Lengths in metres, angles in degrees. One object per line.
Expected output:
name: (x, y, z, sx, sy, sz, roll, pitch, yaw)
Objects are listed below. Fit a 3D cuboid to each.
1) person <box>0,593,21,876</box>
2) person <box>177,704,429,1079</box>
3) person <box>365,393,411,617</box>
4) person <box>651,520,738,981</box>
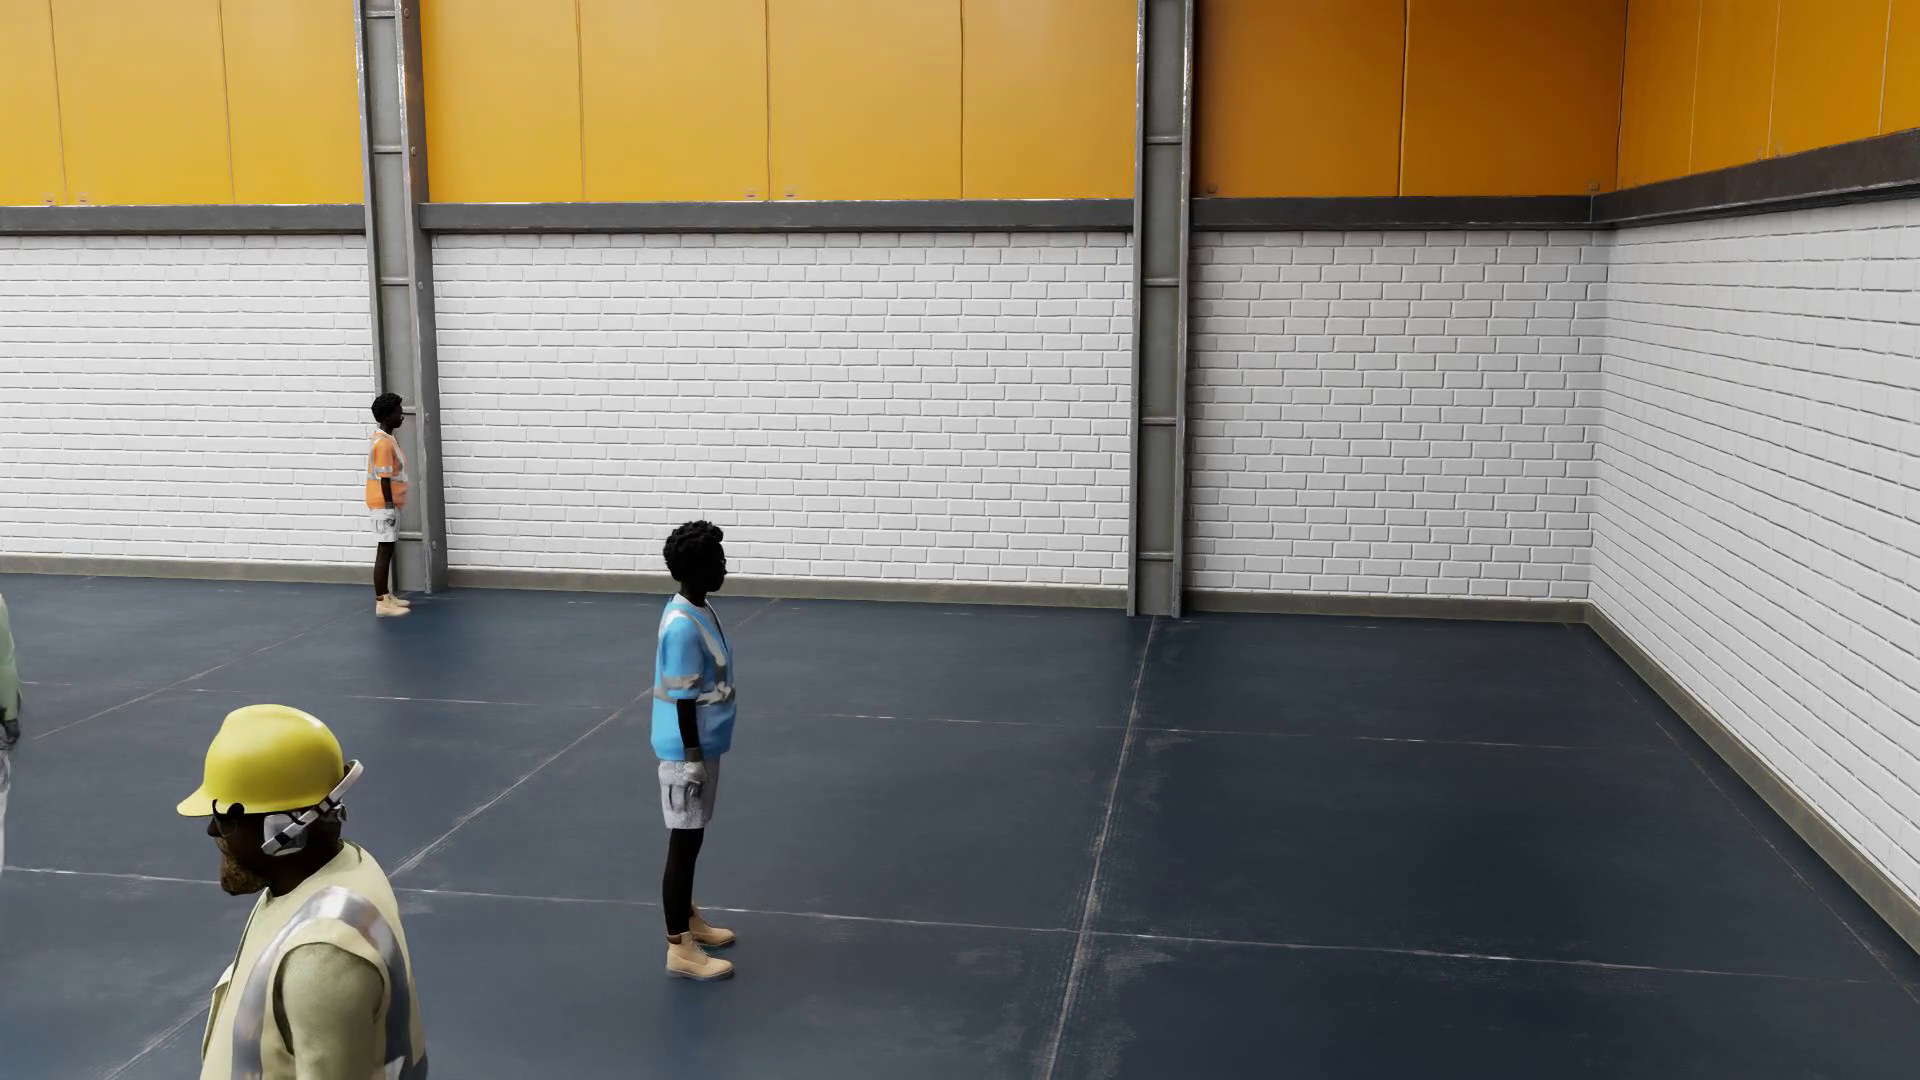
person: (-4.004, 0.743, 6.568, 0.521, 1.625, 0.553, -4, 10, -26)
person: (-1.208, 1.198, 3.136, 0.403, 1.824, 0.592, -4, 10, -23)
person: (-4.329, -0.268, 12.587, 0.320, 1.691, 0.528, -3, 10, -17)
person: (-0.984, 0.765, 6.185, 0.317, 1.695, 0.540, -1, 9, -5)
